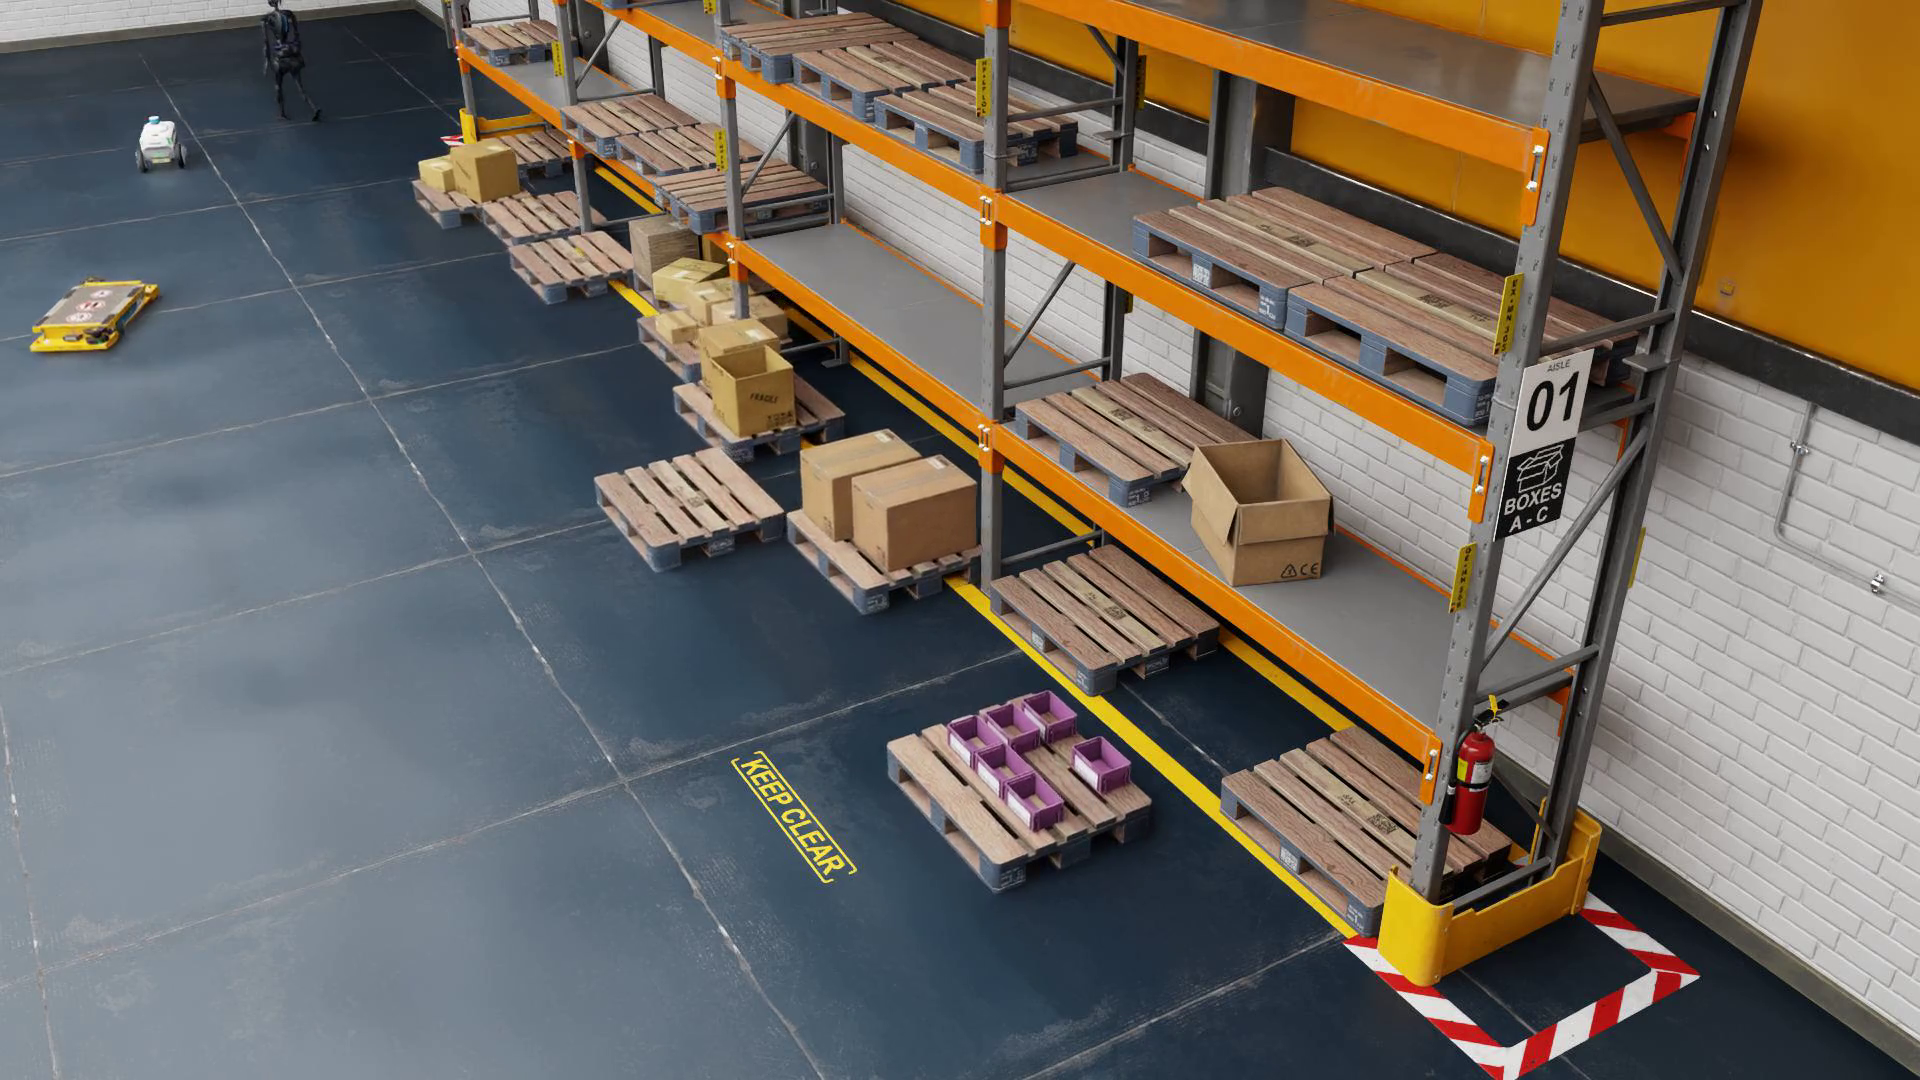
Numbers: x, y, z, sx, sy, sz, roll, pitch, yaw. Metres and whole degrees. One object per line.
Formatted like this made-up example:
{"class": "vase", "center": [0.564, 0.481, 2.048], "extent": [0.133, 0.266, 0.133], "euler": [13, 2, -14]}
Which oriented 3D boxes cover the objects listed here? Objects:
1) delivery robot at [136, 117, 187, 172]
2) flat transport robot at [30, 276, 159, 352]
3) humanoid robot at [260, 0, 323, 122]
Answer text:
{"class": "delivery robot", "center": [-9.421, -4.661, 19.586], "extent": [0.511, 0.611, 0.782], "euler": [-10, 31, -17]}
{"class": "flat transport robot", "center": [-7.958, -2.088, 15.318], "extent": [0.659, 0.231, 1.431], "euler": [-3, 30, -5]}
{"class": "humanoid robot", "center": [-8.509, -6.102, 21.014], "extent": [0.717, 1.638, 0.609], "euler": [16, 33, 26]}
